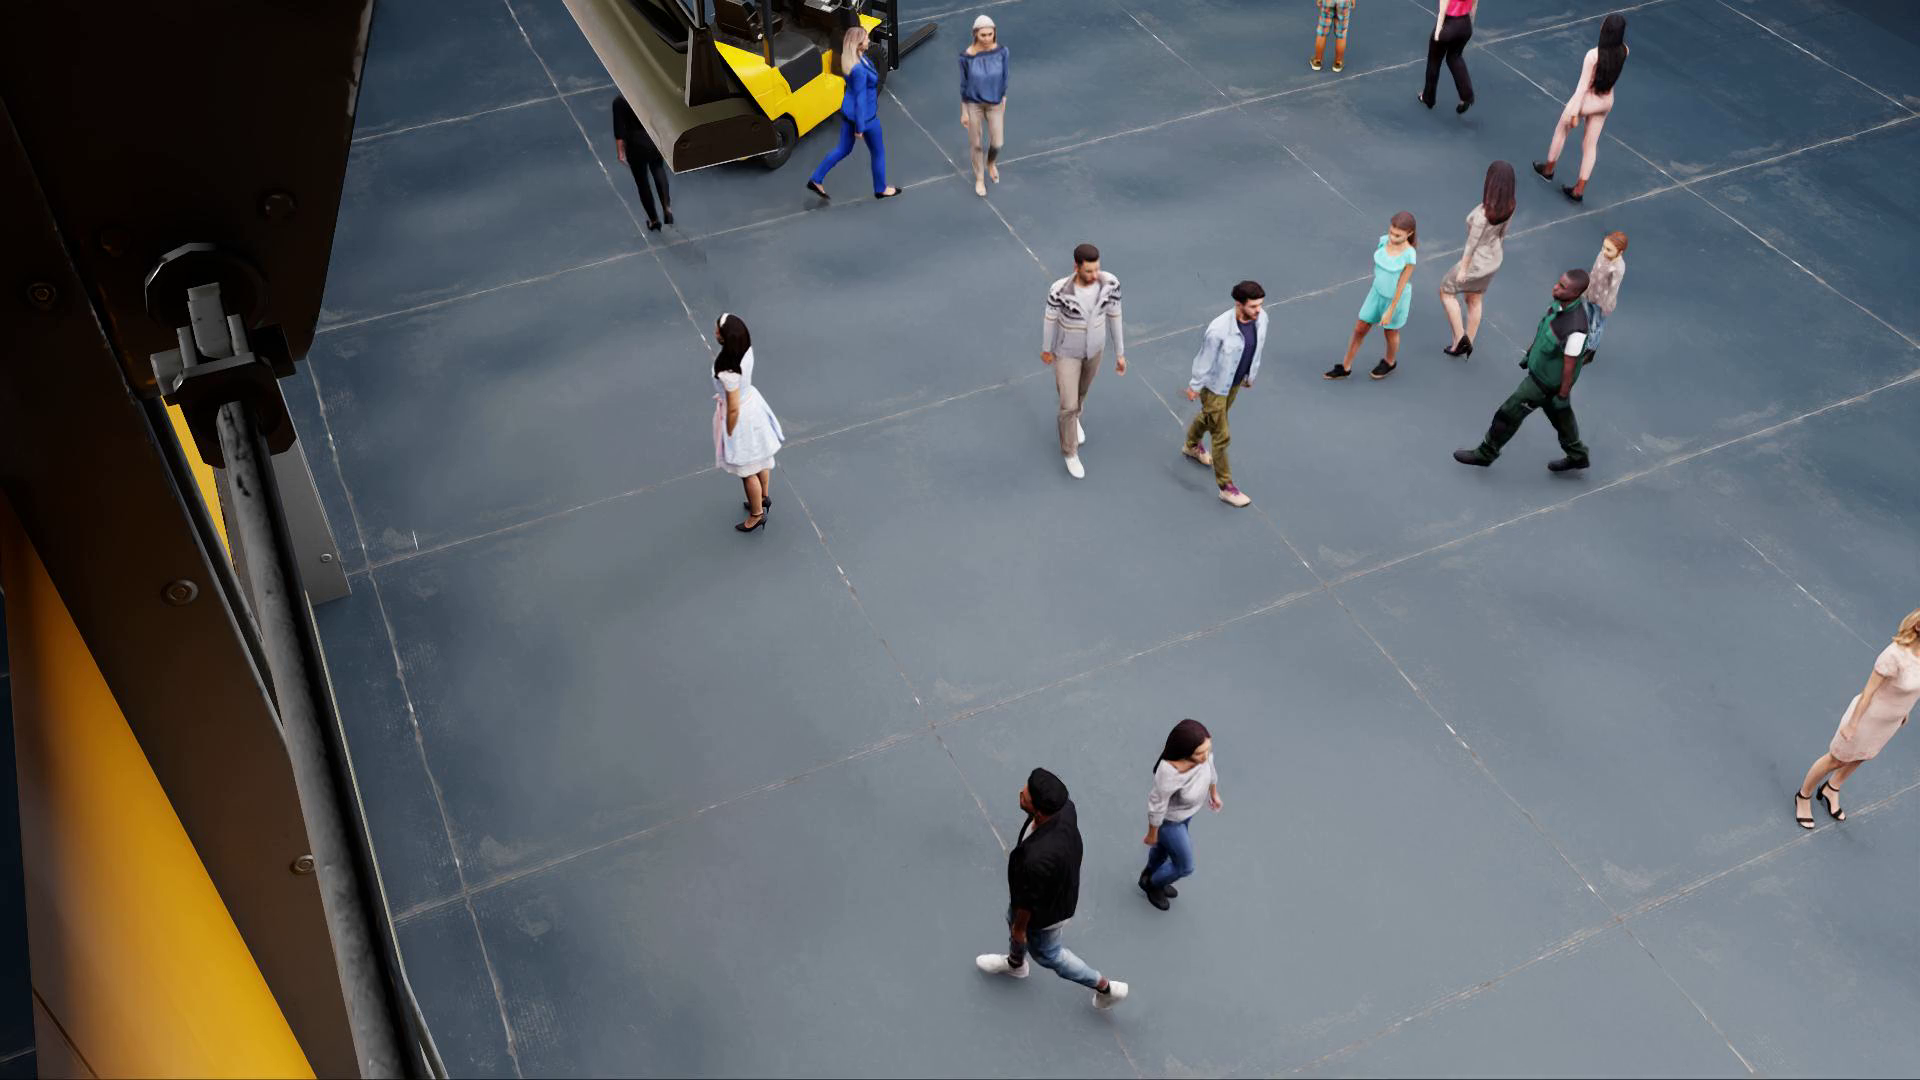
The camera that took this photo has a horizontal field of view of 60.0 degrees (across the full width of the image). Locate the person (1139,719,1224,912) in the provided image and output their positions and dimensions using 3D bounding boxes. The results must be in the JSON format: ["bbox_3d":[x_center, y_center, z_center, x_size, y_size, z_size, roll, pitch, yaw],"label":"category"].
[{"bbox_3d":[1.106,1.477,9.195,0.766,1.621,0.735,21,48,21],"label":"person"}]

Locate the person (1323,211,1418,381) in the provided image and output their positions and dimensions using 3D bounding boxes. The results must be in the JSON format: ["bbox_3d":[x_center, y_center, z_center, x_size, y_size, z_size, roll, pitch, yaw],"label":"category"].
[{"bbox_3d":[3.356,-1.876,12.777,0.689,1.535,0.840,-25,49,-24],"label":"person"}]

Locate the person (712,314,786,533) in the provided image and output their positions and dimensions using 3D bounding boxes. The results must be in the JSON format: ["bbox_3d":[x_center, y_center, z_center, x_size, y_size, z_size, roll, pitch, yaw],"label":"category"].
[{"bbox_3d":[-1.490,-0.797,11.439,0.913,1.818,0.846,9,44,10],"label":"person"}]

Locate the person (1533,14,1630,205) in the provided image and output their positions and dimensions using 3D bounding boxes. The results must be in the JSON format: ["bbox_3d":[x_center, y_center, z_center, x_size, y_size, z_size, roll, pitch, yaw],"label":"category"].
[{"bbox_3d":[5.597,-3.752,14.631,0.689,1.693,0.925,-13,45,-13],"label":"person"}]

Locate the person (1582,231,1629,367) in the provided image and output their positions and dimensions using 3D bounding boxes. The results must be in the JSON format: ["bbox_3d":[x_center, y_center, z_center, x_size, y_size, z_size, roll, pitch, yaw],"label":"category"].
[{"bbox_3d":[5.040,-1.919,13.070,0.569,1.193,0.448,-11,45,-11],"label":"person"}]

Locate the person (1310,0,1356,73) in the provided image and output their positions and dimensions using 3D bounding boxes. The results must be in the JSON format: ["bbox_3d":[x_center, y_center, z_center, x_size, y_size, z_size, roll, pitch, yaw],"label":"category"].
[{"bbox_3d":[3.738,-5.357,16.484,0.605,1.461,0.640,7,44,7],"label":"person"}]

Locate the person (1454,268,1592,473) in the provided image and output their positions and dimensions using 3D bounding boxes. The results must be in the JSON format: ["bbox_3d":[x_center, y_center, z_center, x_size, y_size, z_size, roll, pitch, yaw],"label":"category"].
[{"bbox_3d":[4.280,-1.150,11.829,1.202,1.790,1.263,6,44,7],"label":"person"}]

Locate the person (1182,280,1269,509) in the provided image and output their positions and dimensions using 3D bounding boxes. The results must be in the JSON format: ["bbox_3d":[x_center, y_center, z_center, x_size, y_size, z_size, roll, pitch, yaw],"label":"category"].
[{"bbox_3d":[1.814,-1.142,11.841,0.832,1.763,1.141,-27,50,-25],"label":"person"}]

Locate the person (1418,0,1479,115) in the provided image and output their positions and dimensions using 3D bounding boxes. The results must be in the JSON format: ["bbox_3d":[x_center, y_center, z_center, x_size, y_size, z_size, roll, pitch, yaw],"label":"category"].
[{"bbox_3d":[4.710,-4.787,15.755,0.588,1.641,0.862,-17,46,-17],"label":"person"}]

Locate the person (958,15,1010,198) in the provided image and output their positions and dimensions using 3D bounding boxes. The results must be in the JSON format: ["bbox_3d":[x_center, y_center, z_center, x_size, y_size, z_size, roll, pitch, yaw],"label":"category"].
[{"bbox_3d":[0.181,-3.889,14.779,0.694,1.688,0.719,-7,44,-8],"label":"person"}]

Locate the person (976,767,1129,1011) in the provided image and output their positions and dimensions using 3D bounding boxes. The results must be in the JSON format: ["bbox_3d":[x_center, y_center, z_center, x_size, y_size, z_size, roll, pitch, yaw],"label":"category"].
[{"bbox_3d":[0.521,1.873,8.663,1.170,1.781,1.156,10,45,11],"label":"person"}]

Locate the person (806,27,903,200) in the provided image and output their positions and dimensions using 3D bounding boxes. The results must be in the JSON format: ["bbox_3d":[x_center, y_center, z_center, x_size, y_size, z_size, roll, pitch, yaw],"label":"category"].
[{"bbox_3d":[-0.984,-3.691,14.583,0.710,1.670,1.024,-15,46,-15],"label":"person"}]

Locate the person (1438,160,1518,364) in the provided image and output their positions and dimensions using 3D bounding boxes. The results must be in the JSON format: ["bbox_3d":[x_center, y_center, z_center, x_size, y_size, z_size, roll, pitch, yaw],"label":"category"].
[{"bbox_3d":[4.070,-2.082,12.853,0.670,1.728,0.642,-28,50,-26],"label":"person"}]

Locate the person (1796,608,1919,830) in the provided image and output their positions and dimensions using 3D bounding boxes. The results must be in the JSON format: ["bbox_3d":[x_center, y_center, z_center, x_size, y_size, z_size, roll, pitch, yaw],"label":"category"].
[{"bbox_3d":[5.254,1.001,9.544,0.604,1.829,0.555,-11,45,-12],"label":"person"}]

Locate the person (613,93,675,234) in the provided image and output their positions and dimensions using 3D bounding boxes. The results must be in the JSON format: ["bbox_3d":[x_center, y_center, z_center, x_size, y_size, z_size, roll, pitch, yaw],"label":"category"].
[{"bbox_3d":[-2.659,-3.314,14.204,0.680,1.649,0.679,-27,50,-25],"label":"person"}]

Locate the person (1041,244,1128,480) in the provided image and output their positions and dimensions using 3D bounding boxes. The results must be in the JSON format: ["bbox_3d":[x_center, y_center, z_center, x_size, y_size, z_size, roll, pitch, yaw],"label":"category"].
[{"bbox_3d":[0.837,-1.447,12.110,0.735,1.833,0.999,-15,46,-16],"label":"person"}]
